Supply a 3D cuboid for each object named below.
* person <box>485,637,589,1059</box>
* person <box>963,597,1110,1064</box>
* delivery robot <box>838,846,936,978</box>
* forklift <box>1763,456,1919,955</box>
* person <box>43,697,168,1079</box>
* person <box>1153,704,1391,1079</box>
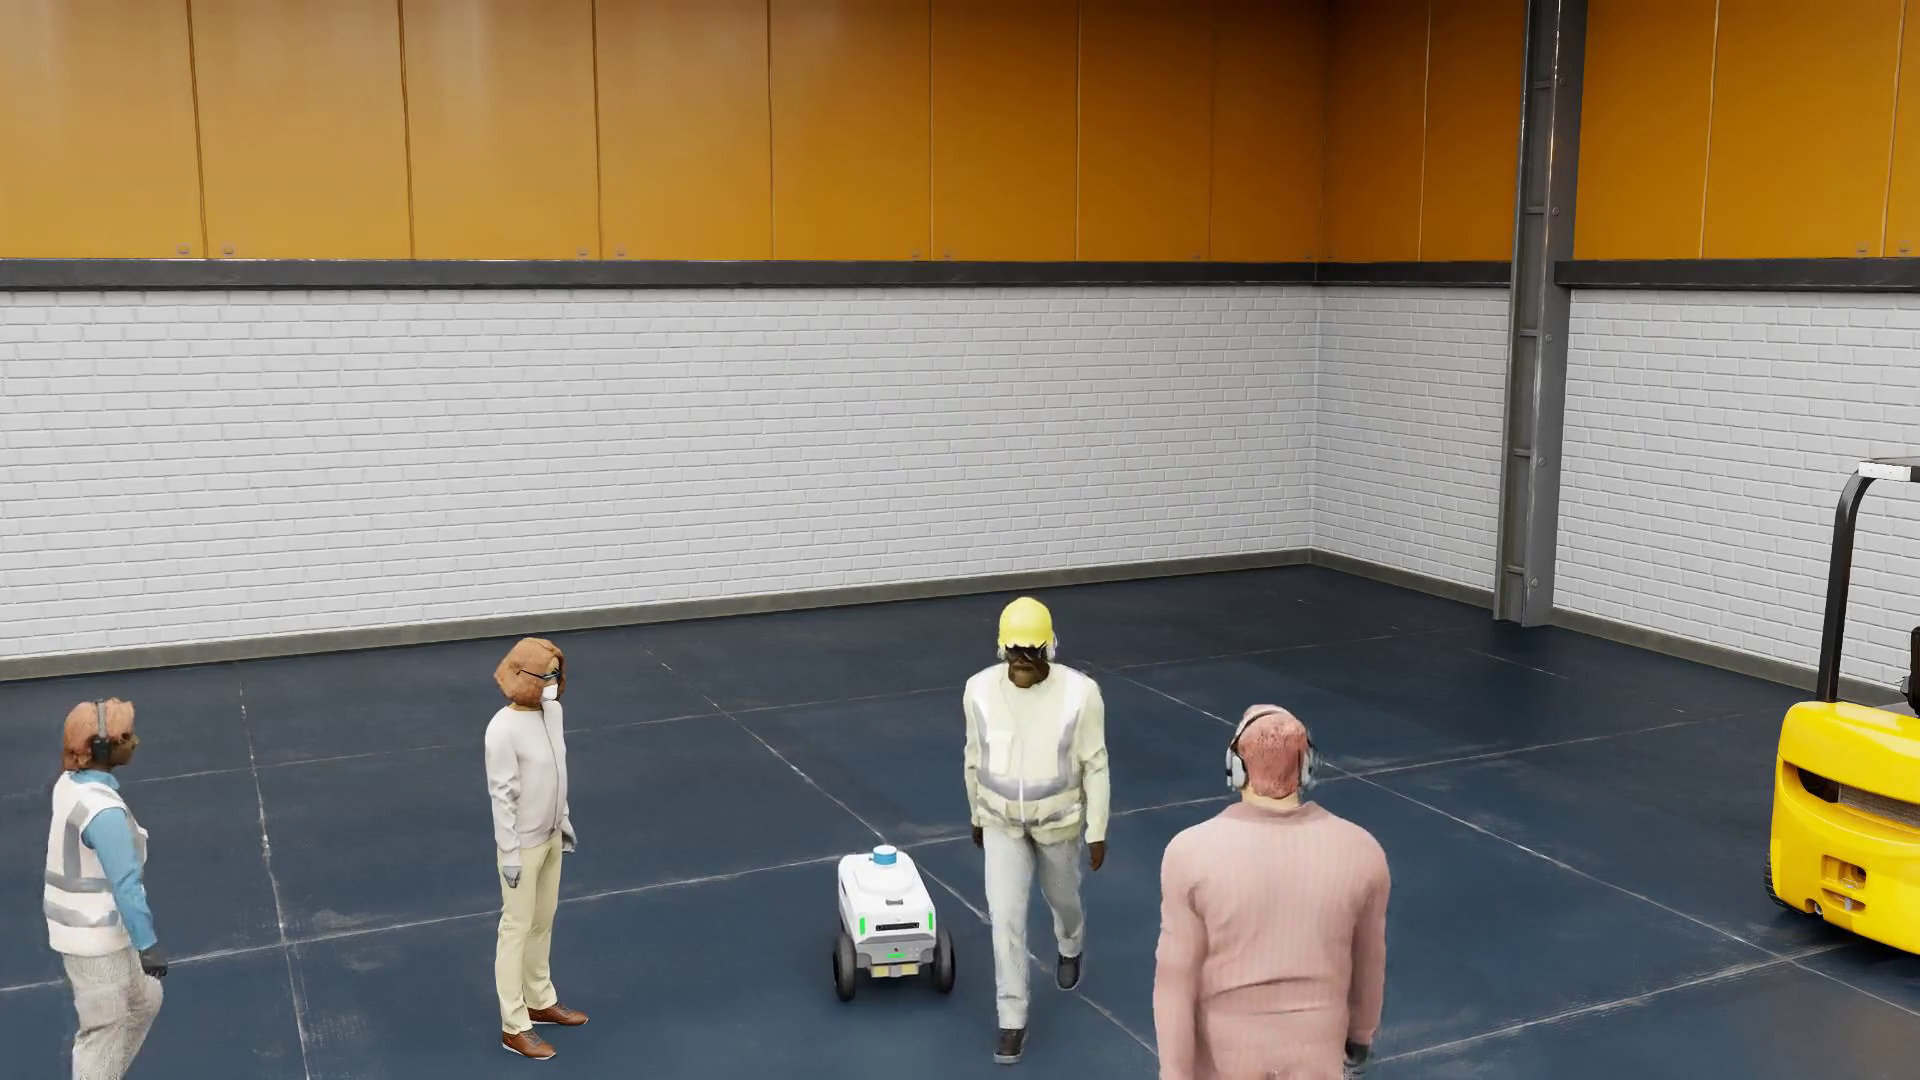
[{"bbox_3d":[-1.660,1.180,6.510,0.281,1.633,0.499,2,9,13],"label":"person"},{"bbox_3d":[0.312,1.078,6.693,0.601,1.788,0.937,2,9,12],"label":"person"},{"bbox_3d":[-0.322,1.563,7.175,0.477,0.478,0.707,-2,9,-11],"label":"delivery robot"},{"bbox_3d":[4.857,0.731,7.561,2.313,2.155,1.214,-4,10,-25],"label":"forklift"},{"bbox_3d":[-2.873,1.334,5.592,0.387,1.625,0.514,-6,11,-34],"label":"person"},{"bbox_3d":[0.847,1.364,4.670,0.678,1.850,0.999,-1,9,-4],"label":"person"}]
